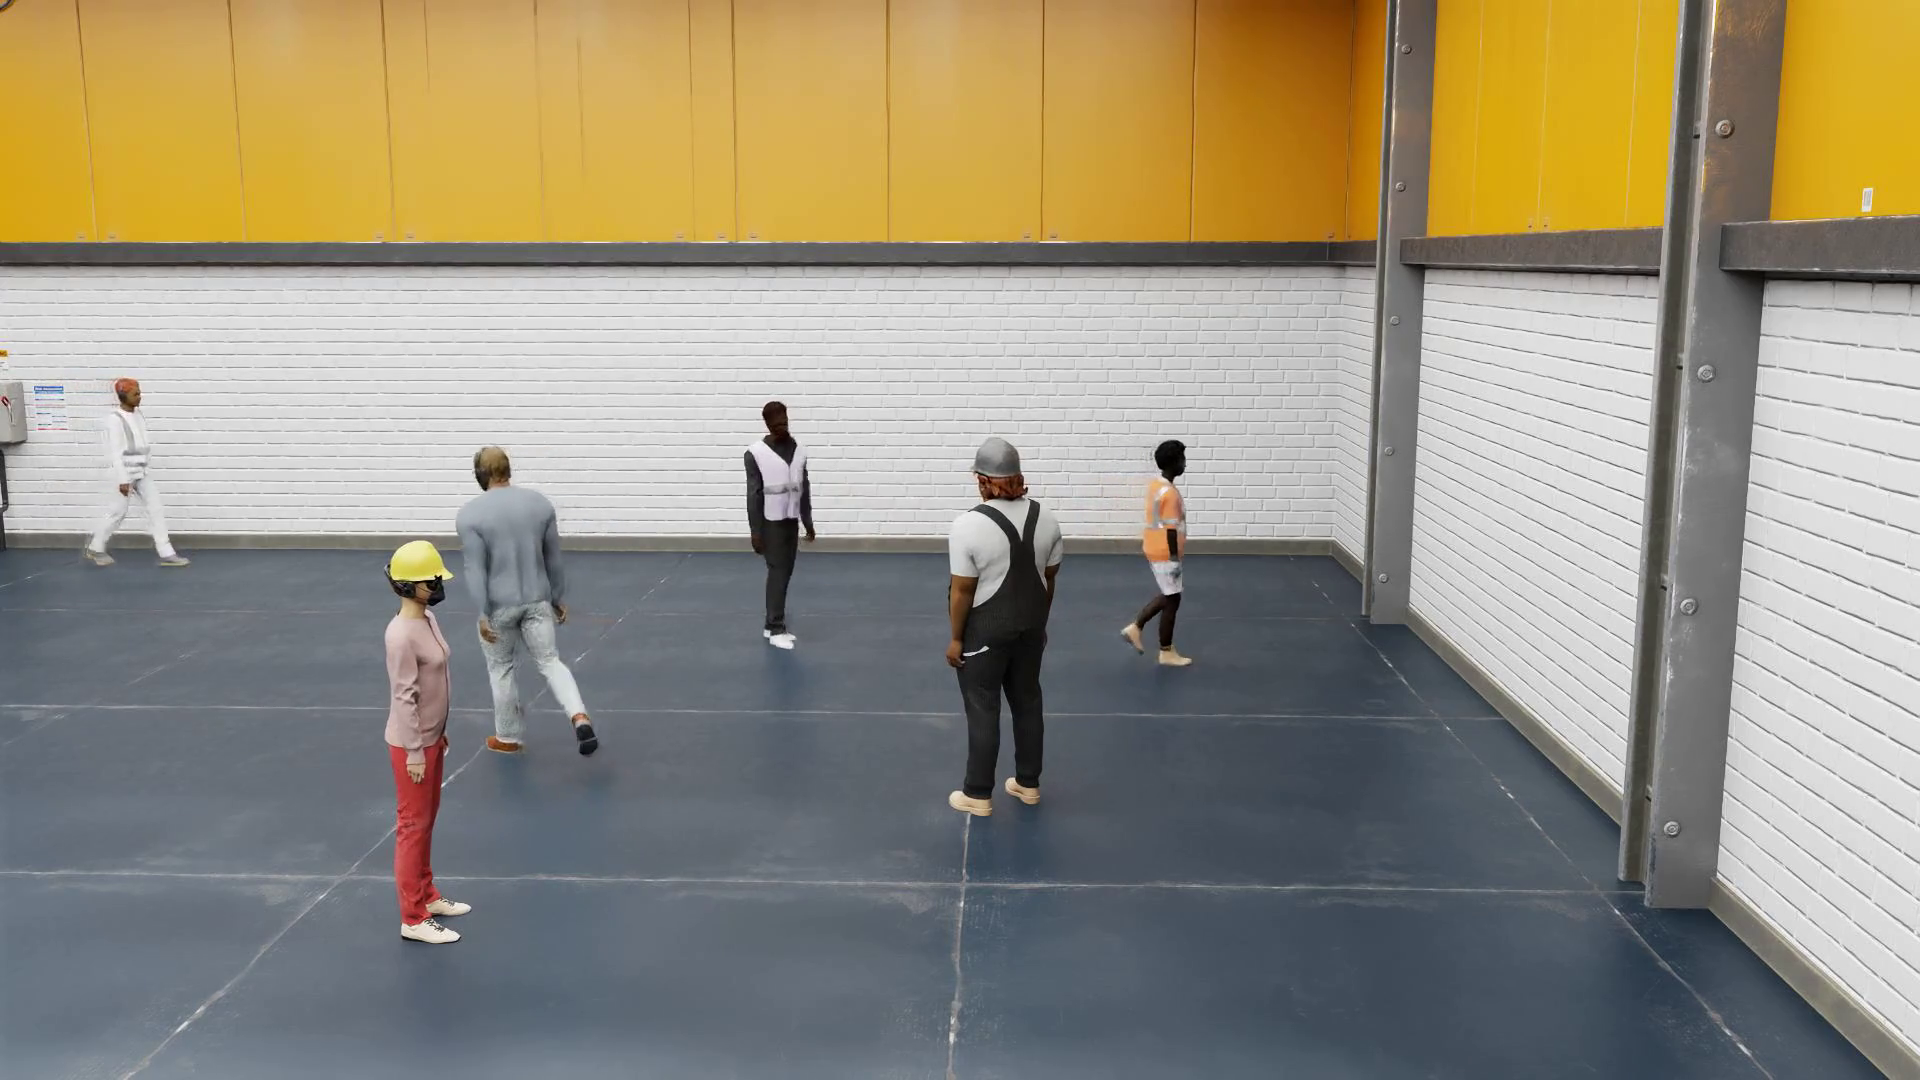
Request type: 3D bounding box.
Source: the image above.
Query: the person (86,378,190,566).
[{"bbox_3d":[-8.017,-0.643,15.999,0.976,1.843,0.591,1,10,5],"label":"person"}]

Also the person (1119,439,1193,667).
[{"bbox_3d":[1.461,0.102,12.090,0.429,1.680,0.544,-1,10,-5],"label":"person"}]

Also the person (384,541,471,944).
[{"bbox_3d":[-2.353,0.876,7.317,0.314,1.768,0.527,-1,10,-7],"label":"person"}]

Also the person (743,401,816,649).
[{"bbox_3d":[-1.380,-0.122,12.837,0.468,1.895,0.614,8,13,39],"label":"person"}]

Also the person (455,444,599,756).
[{"bbox_3d":[-2.546,0.396,9.748,0.654,1.902,0.864,-9,13,-43],"label":"person"}]

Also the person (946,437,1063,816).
[{"bbox_3d":[0.179,0.454,8.981,0.683,2.000,0.538,-7,12,-34],"label":"person"}]
